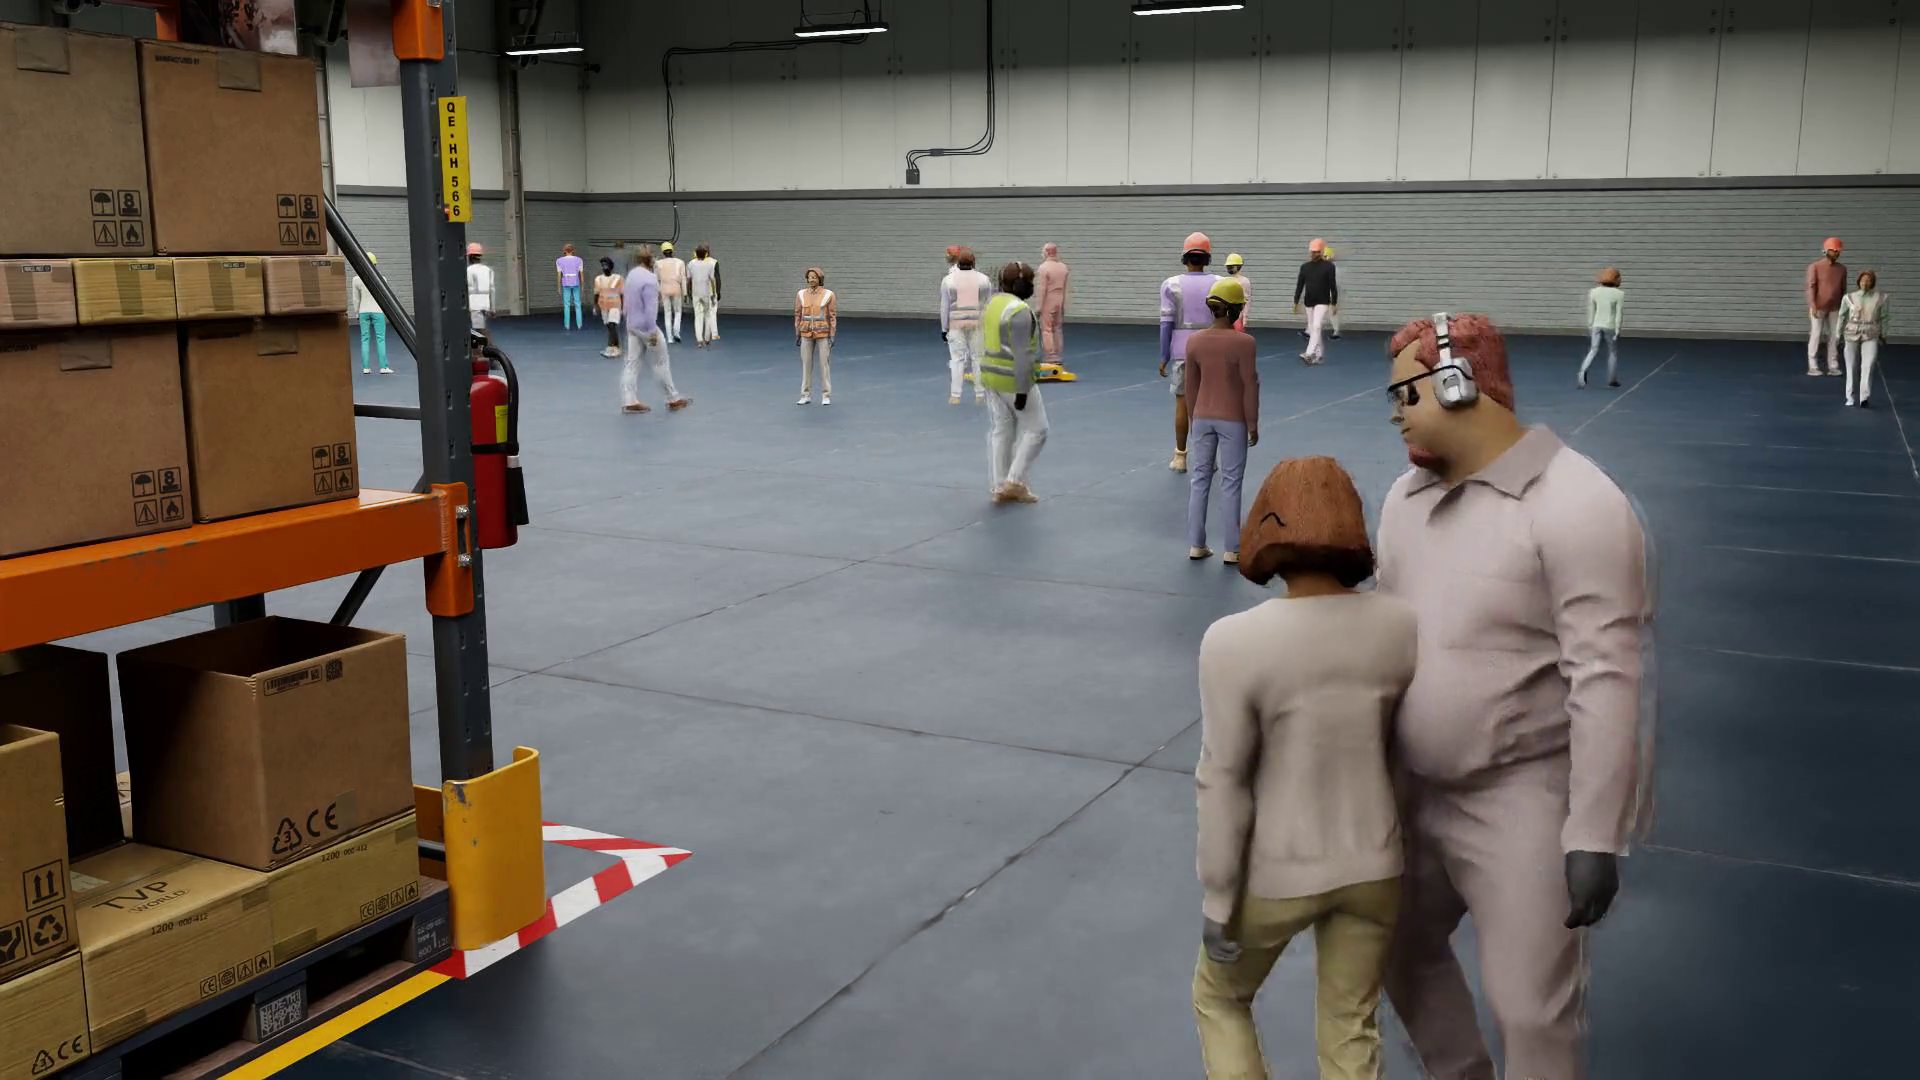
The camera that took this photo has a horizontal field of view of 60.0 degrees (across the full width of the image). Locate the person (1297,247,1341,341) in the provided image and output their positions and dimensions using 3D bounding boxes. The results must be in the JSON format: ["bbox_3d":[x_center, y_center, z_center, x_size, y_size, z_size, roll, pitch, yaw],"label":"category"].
[{"bbox_3d":[6.969,-4.714,31.941,0.914,1.781,0.617,-4,11,-20],"label":"person"}]

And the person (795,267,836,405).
[{"bbox_3d":[-1.731,-2.433,19.909,0.511,1.640,0.308,2,11,11],"label":"person"}]

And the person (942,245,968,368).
[{"bbox_3d":[-0.096,-3.559,25.433,0.510,1.866,0.592,1,10,7],"label":"person"}]

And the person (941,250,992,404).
[{"bbox_3d":[0.074,-2.546,19.970,0.622,1.844,0.429,-1,10,-6],"label":"person"}]

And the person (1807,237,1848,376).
[{"bbox_3d":[12.512,-3.358,24.000,0.626,1.991,0.434,-1,10,-6],"label":"person"}]

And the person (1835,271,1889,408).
[{"bbox_3d":[10.559,-2.339,19.497,0.540,1.601,0.830,6,12,31],"label":"person"}]

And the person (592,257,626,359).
[{"bbox_3d":[-5.816,-3.813,27.366,0.546,1.649,0.848,4,11,19],"label":"person"}]

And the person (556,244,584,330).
[{"bbox_3d":[-8.330,-5.410,35.595,0.564,1.839,0.390,-4,11,-19],"label":"person"}]

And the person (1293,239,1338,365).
[{"bbox_3d":[5.494,-3.696,25.942,0.656,1.943,0.993,9,13,39],"label":"person"}]

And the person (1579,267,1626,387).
[{"bbox_3d":[8.540,-2.812,22.065,0.747,1.604,0.501,-10,14,-42],"label":"person"}]

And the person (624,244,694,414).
[{"bbox_3d":[-3.475,-2.401,18.993,0.900,1.906,0.655,-9,13,-39],"label":"person"}]

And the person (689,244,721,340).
[{"bbox_3d":[-4.940,-4.804,32.283,0.621,1.845,0.429,1,10,4],"label":"person"}]

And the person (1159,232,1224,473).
[{"bbox_3d":[1.999,-1.592,14.218,0.609,2.044,0.393,0,10,0],"label":"person"}]

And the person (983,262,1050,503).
[{"bbox_3d":[0.414,-1.164,12.492,0.453,1.829,0.628,-5,11,-25],"label":"person"}]

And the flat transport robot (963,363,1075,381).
[{"bbox_3d":[0.809,-2.325,23.051,1.431,0.197,0.652,-4,11,-20],"label":"flat transport robot"}]

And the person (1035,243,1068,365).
[{"bbox_3d":[1.384,-3.641,25.773,0.403,1.906,0.651,9,14,41],"label":"person"}]

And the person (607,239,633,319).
[{"bbox_3d":[-8.252,-6.348,40.451,0.659,1.929,0.419,1,10,6],"label":"person"}]

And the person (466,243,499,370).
[{"bbox_3d":[-7.365,-3.525,25.168,0.975,1.884,0.571,5,12,27],"label":"person"}]

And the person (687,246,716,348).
[{"bbox_3d":[-4.697,-4.406,30.191,0.503,1.819,0.993,-2,11,-11],"label":"person"}]

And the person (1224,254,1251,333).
[{"bbox_3d":[3.816,-3.105,23.228,0.313,1.767,0.533,-8,13,-36],"label":"person"}]

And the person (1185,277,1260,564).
[{"bbox_3d":[1.624,-0.732,10.287,0.523,1.769,0.310,9,14,41],"label":"person"}]

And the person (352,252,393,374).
[{"bbox_3d":[-8.587,-3.306,24.309,0.533,1.772,0.296,0,10,1],"label":"person"}]

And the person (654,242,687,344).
[{"bbox_3d":[-5.425,-4.631,31.190,0.622,1.891,0.545,-1,10,-6],"label":"person"}]

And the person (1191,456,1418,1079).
[{"bbox_3d":[0.662,0.644,3.199,0.505,1.612,0.410,-3,11,-15],"label":"person"}]

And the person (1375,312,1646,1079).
[{"bbox_3d":[1.030,0.508,3.250,0.441,1.877,0.717,-5,11,-24],"label":"person"}]
